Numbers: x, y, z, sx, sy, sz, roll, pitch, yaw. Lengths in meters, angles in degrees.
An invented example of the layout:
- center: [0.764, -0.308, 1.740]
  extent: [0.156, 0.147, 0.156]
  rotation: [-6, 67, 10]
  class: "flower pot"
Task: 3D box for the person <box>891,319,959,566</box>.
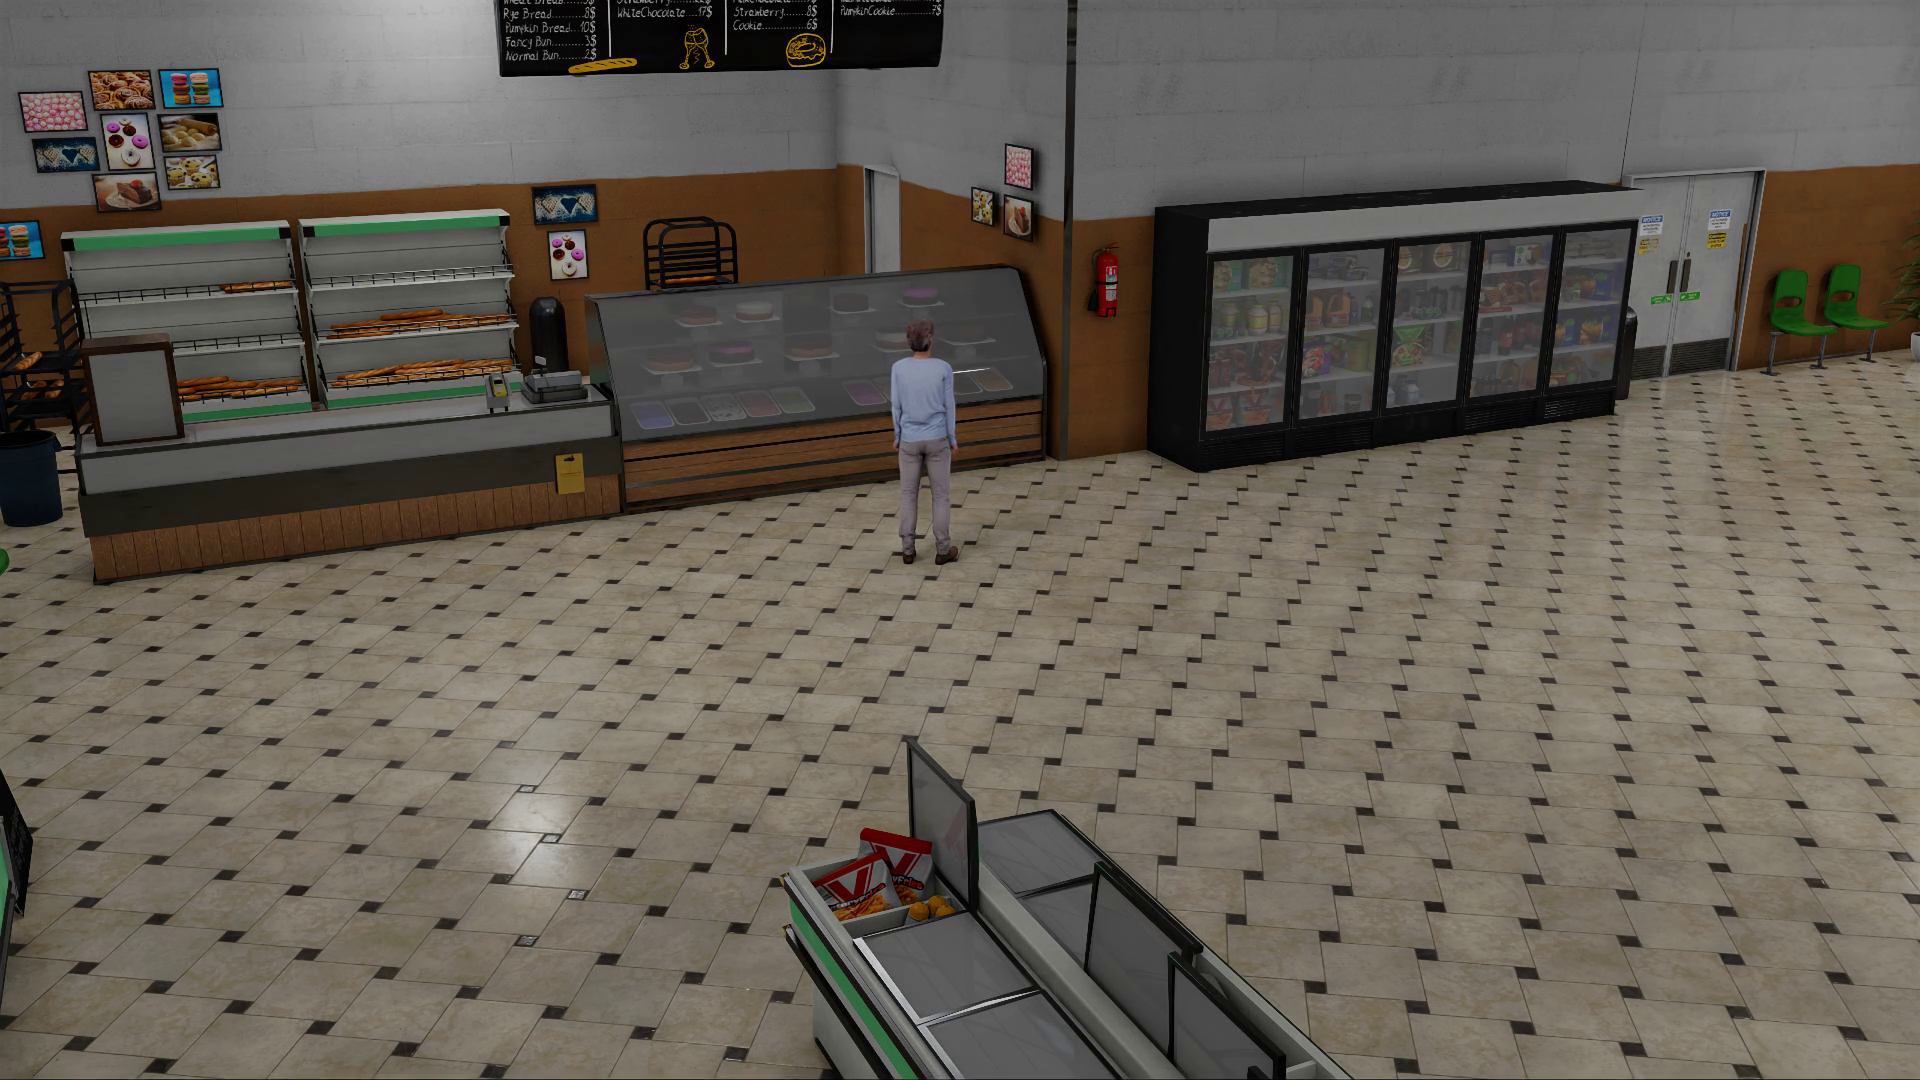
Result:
- center: [-0.270, -0.743, 12.614]
  extent: [0.749, 1.894, 0.771]
  rotation: [3, 19, 9]
  class: "person"
